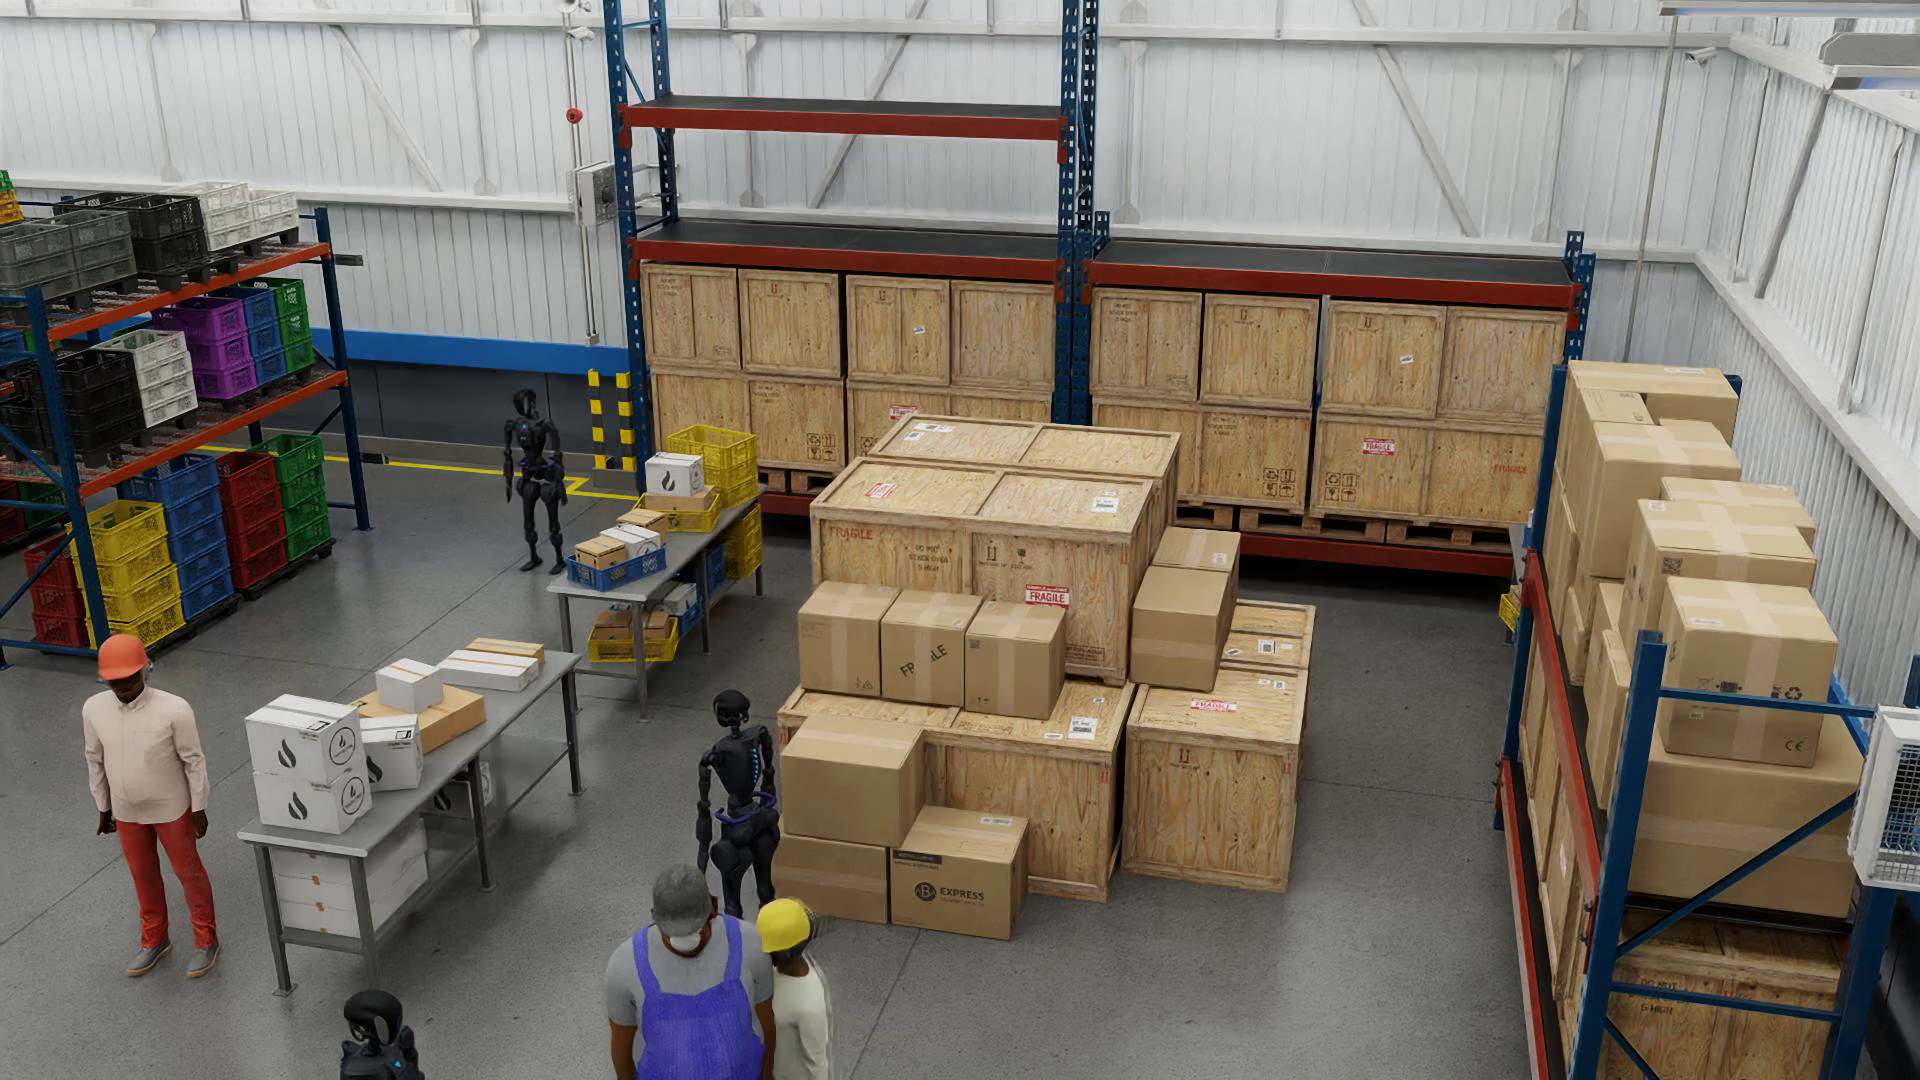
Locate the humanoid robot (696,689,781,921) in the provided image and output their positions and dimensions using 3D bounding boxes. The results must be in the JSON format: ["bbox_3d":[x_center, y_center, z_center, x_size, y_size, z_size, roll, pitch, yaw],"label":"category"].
[{"bbox_3d":[-1.173,1.567,8.967,0.308,1.651,0.579,16,26,35],"label":"humanoid robot"}]

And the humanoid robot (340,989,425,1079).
[{"bbox_3d":[-2.244,2.495,6.549,0.328,1.658,0.579,4,21,10],"label":"humanoid robot"}]

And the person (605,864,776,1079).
[{"bbox_3d":[-1.066,2.209,6.787,0.684,2.000,0.536,-5,22,-13],"label":"person"}]

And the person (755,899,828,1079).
[{"bbox_3d":[-0.697,2.248,7.091,0.753,1.740,0.536,-9,23,-22],"label":"person"}]

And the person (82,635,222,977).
[{"bbox_3d":[-4.334,1.423,8.904,0.621,1.994,0.379,1,21,3],"label":"person"}]

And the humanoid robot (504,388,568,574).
[{"bbox_3d":[-3.663,-0.512,14.406,0.595,1.649,0.329,6,22,15],"label":"humanoid robot"}]
